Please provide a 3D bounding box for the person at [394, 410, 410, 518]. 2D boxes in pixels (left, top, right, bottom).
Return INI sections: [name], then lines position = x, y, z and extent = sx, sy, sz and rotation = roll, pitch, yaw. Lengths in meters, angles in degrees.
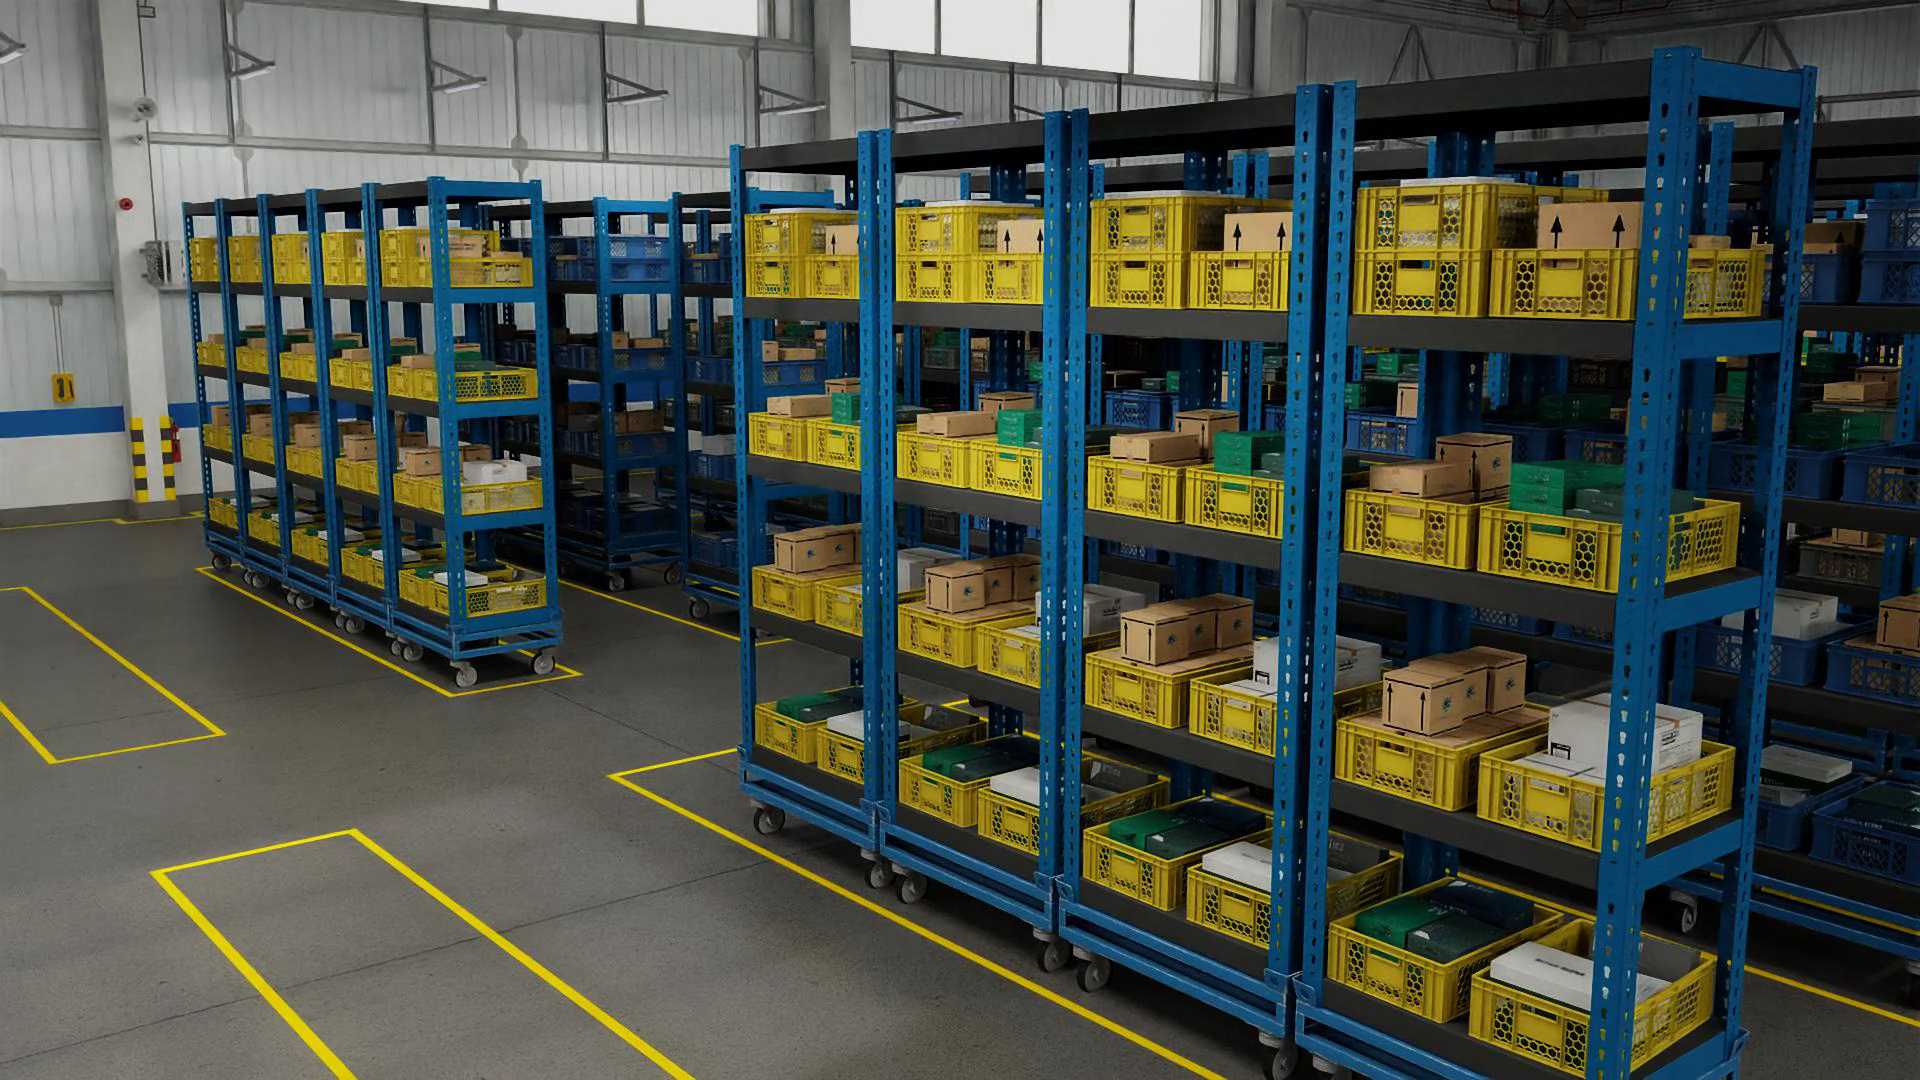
[person]
position = -6.672, -1.183, 19.820
extent = 0.380, 1.843, 0.570
rotation = -2, 10, -14
